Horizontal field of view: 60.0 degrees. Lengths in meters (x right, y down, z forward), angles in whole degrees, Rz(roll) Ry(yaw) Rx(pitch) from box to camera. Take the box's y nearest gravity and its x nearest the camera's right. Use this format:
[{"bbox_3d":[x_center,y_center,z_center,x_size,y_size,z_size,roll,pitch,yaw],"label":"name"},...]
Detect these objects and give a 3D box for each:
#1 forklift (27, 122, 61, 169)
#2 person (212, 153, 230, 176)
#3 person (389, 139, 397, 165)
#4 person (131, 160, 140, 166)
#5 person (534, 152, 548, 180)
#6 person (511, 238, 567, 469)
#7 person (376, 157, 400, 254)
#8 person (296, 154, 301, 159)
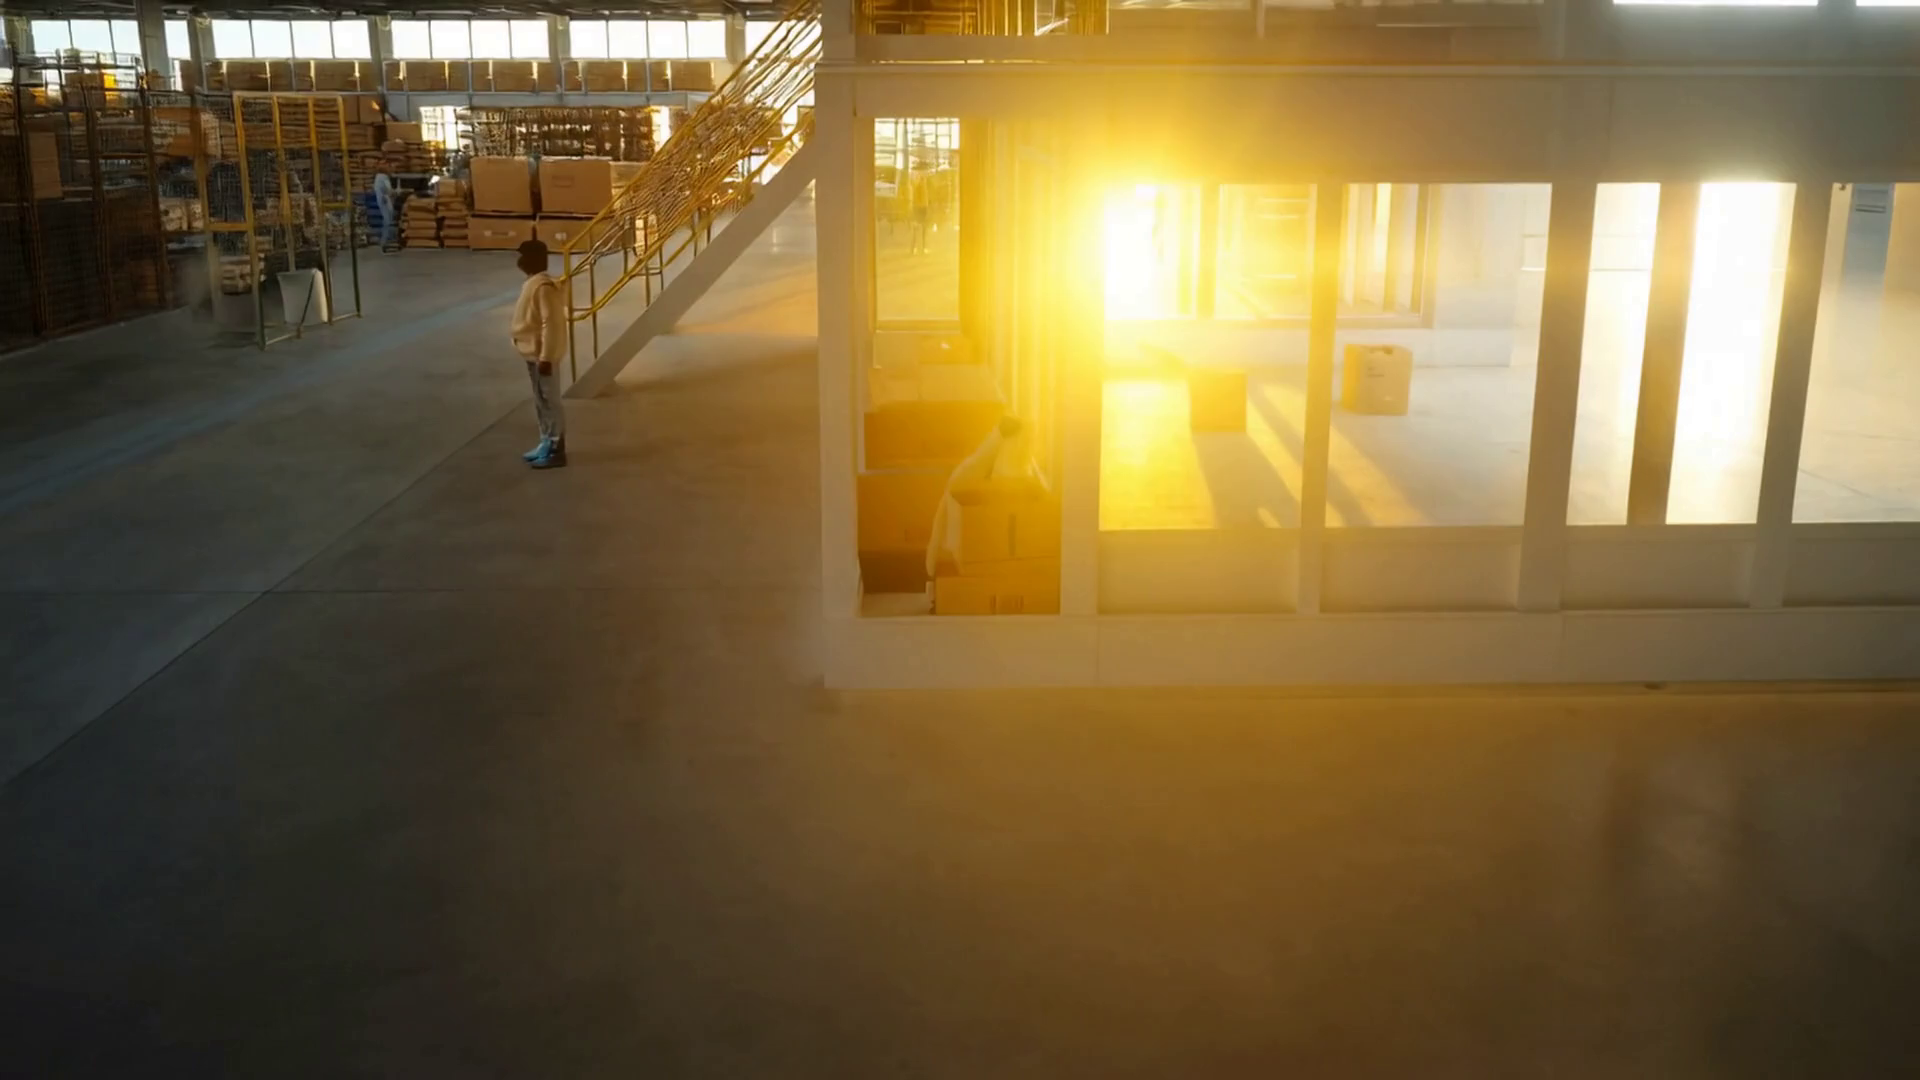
[{"bbox_3d":[-35.376,-14.773,64.377,1.129,2.768,1.873,-1,14,-2],"label":"forklift"},{"bbox_3d":[-24.757,-12.083,55.853,0.591,1.794,0.915,-2,14,-8],"label":"person"},{"bbox_3d":[-27.965,-18.771,82.162,0.609,1.990,0.390,13,19,42],"label":"person"},{"bbox_3d":[-35.367,-15.999,71.299,0.660,1.875,1.046,8,16,28],"label":"person"},{"bbox_3d":[-15.165,-13.164,60.245,0.548,1.745,0.426,6,15,21],"label":"person"},{"bbox_3d":[-3.397,-1.504,13.450,0.429,1.845,0.621,-6,15,-21],"label":"person"},{"bbox_3d":[-12.251,-7.140,35.568,0.376,2.042,0.615,-6,15,-23],"label":"person"},{"bbox_3d":[-24.579,-13.546,61.973,0.545,1.645,0.899,-4,15,-17],"label":"person"}]
